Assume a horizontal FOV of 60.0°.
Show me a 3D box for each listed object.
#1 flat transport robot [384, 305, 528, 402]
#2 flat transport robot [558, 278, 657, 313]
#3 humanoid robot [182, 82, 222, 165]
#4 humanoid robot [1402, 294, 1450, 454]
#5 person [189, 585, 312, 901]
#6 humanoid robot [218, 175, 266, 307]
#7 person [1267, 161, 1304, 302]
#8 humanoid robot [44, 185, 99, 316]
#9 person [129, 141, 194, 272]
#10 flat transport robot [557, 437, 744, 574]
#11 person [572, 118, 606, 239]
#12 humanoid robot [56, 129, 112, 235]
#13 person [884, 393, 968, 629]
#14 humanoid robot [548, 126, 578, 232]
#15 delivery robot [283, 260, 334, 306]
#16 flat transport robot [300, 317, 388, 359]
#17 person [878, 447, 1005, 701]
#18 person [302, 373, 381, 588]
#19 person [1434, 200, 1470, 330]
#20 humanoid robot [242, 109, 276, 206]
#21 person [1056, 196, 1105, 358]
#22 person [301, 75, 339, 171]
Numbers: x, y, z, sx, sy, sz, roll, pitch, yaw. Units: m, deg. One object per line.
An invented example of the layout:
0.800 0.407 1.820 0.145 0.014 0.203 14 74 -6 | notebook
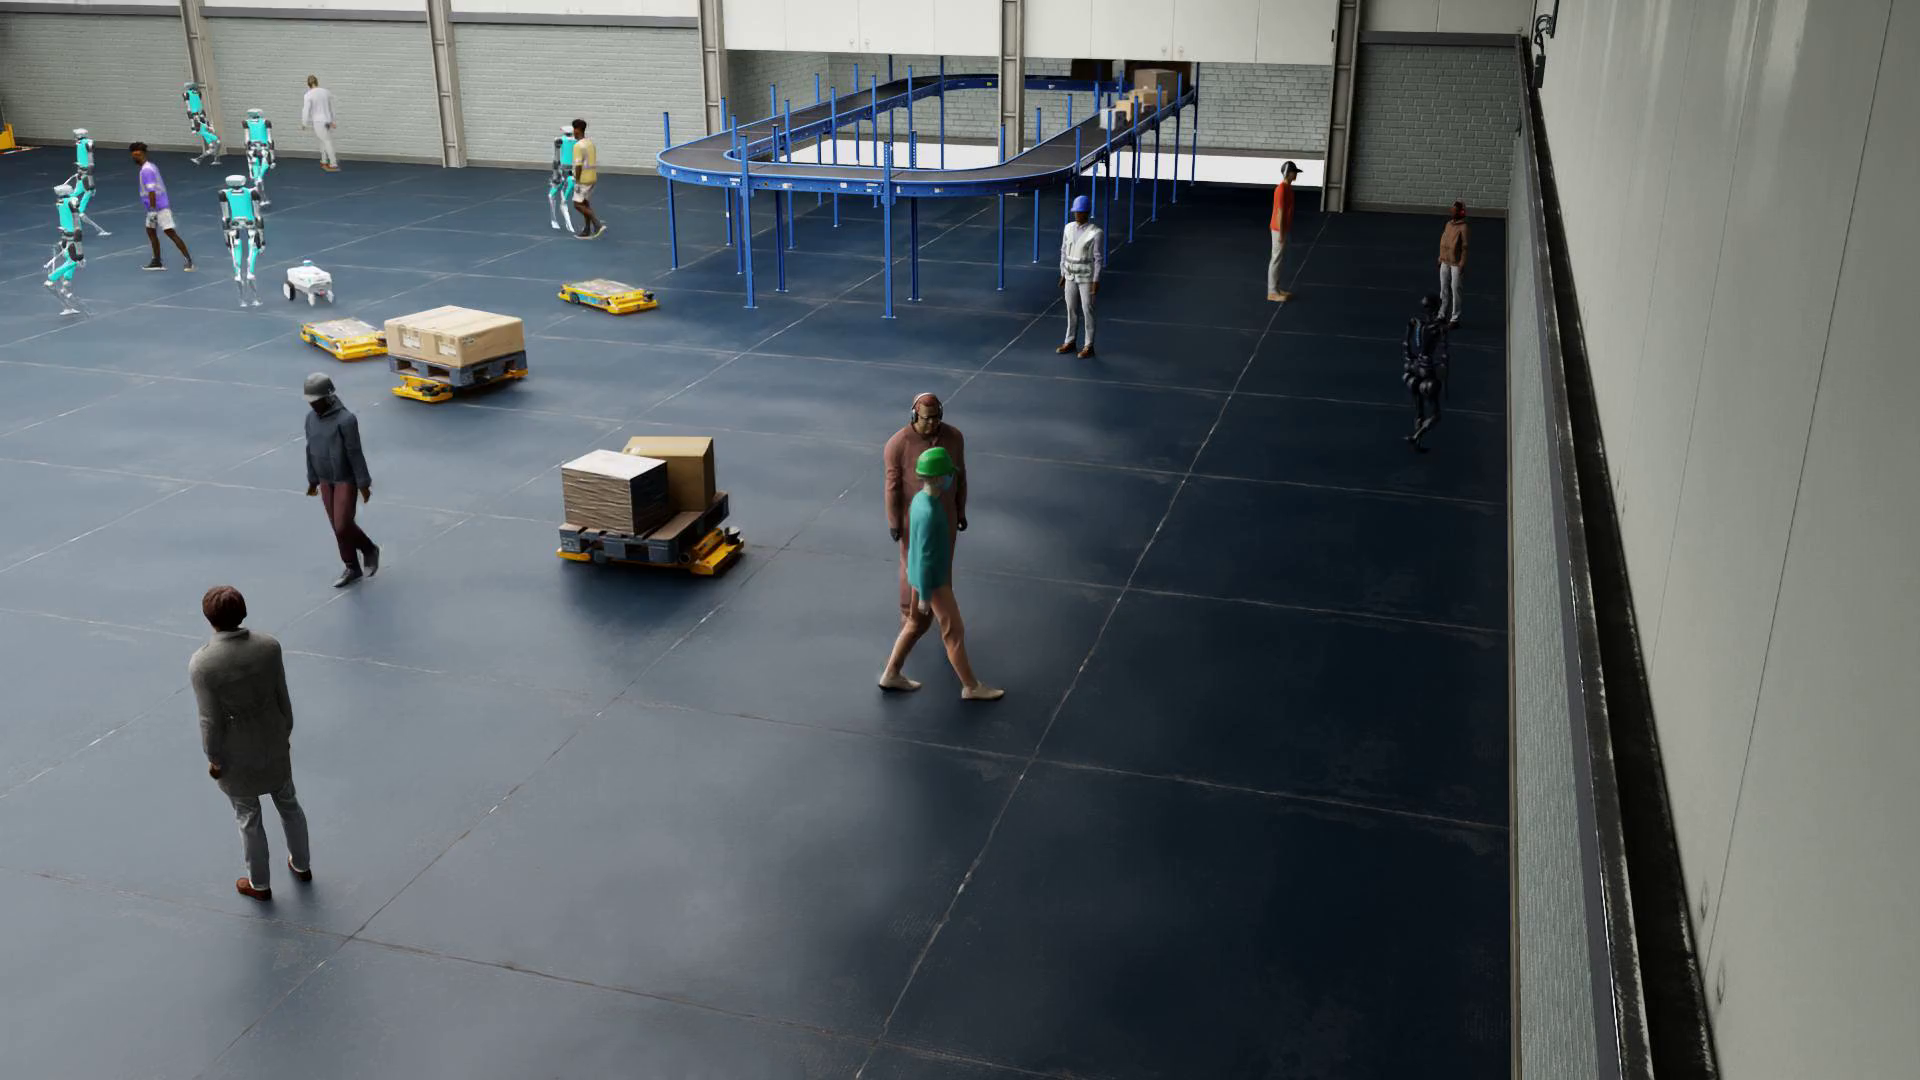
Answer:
-5.692 -1.856 18.993 0.659 0.231 1.431 13 25 31 | flat transport robot
-4.860 -3.361 22.895 1.431 0.231 0.659 19 28 41 | flat transport robot
-15.509 -8.506 34.188 1.001 1.737 0.558 3 21 8 | humanoid robot
4.568 -1.637 16.486 0.514 1.643 0.599 -14 25 -31 | humanoid robot
-3.902 1.112 9.125 0.369 1.833 0.505 19 28 40 | person
-9.695 -3.972 22.478 0.535 1.825 0.669 -3 21 -9 | humanoid robot
4.494 -4.269 22.970 0.409 1.910 0.481 8 22 19 | person
-11.804 -3.724 21.827 0.550 1.799 0.834 19 28 40 | humanoid robot
-11.910 -4.957 24.759 0.726 1.918 0.671 -10 23 -24 | person
-2.623 0.034 14.088 1.431 0.231 0.659 6 22 15 | flat transport robot
-6.090 -5.855 27.039 0.505 1.942 0.647 5 22 12 | person
-14.516 -5.792 27.224 0.533 1.780 0.871 19 28 40 | humanoid robot
-0.233 -0.181 12.388 0.643 1.900 0.406 -9 23 -23 | person
-6.748 -6.068 27.925 0.895 1.782 0.568 15 26 35 | humanoid robot
-9.014 -3.570 23.045 0.798 0.598 0.499 20 28 41 | delivery robot
-7.636 -2.512 20.694 0.659 0.231 1.431 -17 27 -36 | flat transport robot
-0.161 0.241 11.386 0.873 1.833 0.543 -2 21 -5 | person
-4.980 -0.475 13.286 0.594 1.790 0.415 9 23 22 | person
6.376 -3.558 21.478 0.324 1.651 0.472 -10 23 -25 | person
-12.555 -6.774 29.709 0.544 1.752 0.952 1 21 4 | humanoid robot
1.453 -3.183 20.101 0.612 1.947 0.386 18 28 39 | person
-13.113 -8.503 33.959 0.831 1.899 0.658 9 23 21 | person
